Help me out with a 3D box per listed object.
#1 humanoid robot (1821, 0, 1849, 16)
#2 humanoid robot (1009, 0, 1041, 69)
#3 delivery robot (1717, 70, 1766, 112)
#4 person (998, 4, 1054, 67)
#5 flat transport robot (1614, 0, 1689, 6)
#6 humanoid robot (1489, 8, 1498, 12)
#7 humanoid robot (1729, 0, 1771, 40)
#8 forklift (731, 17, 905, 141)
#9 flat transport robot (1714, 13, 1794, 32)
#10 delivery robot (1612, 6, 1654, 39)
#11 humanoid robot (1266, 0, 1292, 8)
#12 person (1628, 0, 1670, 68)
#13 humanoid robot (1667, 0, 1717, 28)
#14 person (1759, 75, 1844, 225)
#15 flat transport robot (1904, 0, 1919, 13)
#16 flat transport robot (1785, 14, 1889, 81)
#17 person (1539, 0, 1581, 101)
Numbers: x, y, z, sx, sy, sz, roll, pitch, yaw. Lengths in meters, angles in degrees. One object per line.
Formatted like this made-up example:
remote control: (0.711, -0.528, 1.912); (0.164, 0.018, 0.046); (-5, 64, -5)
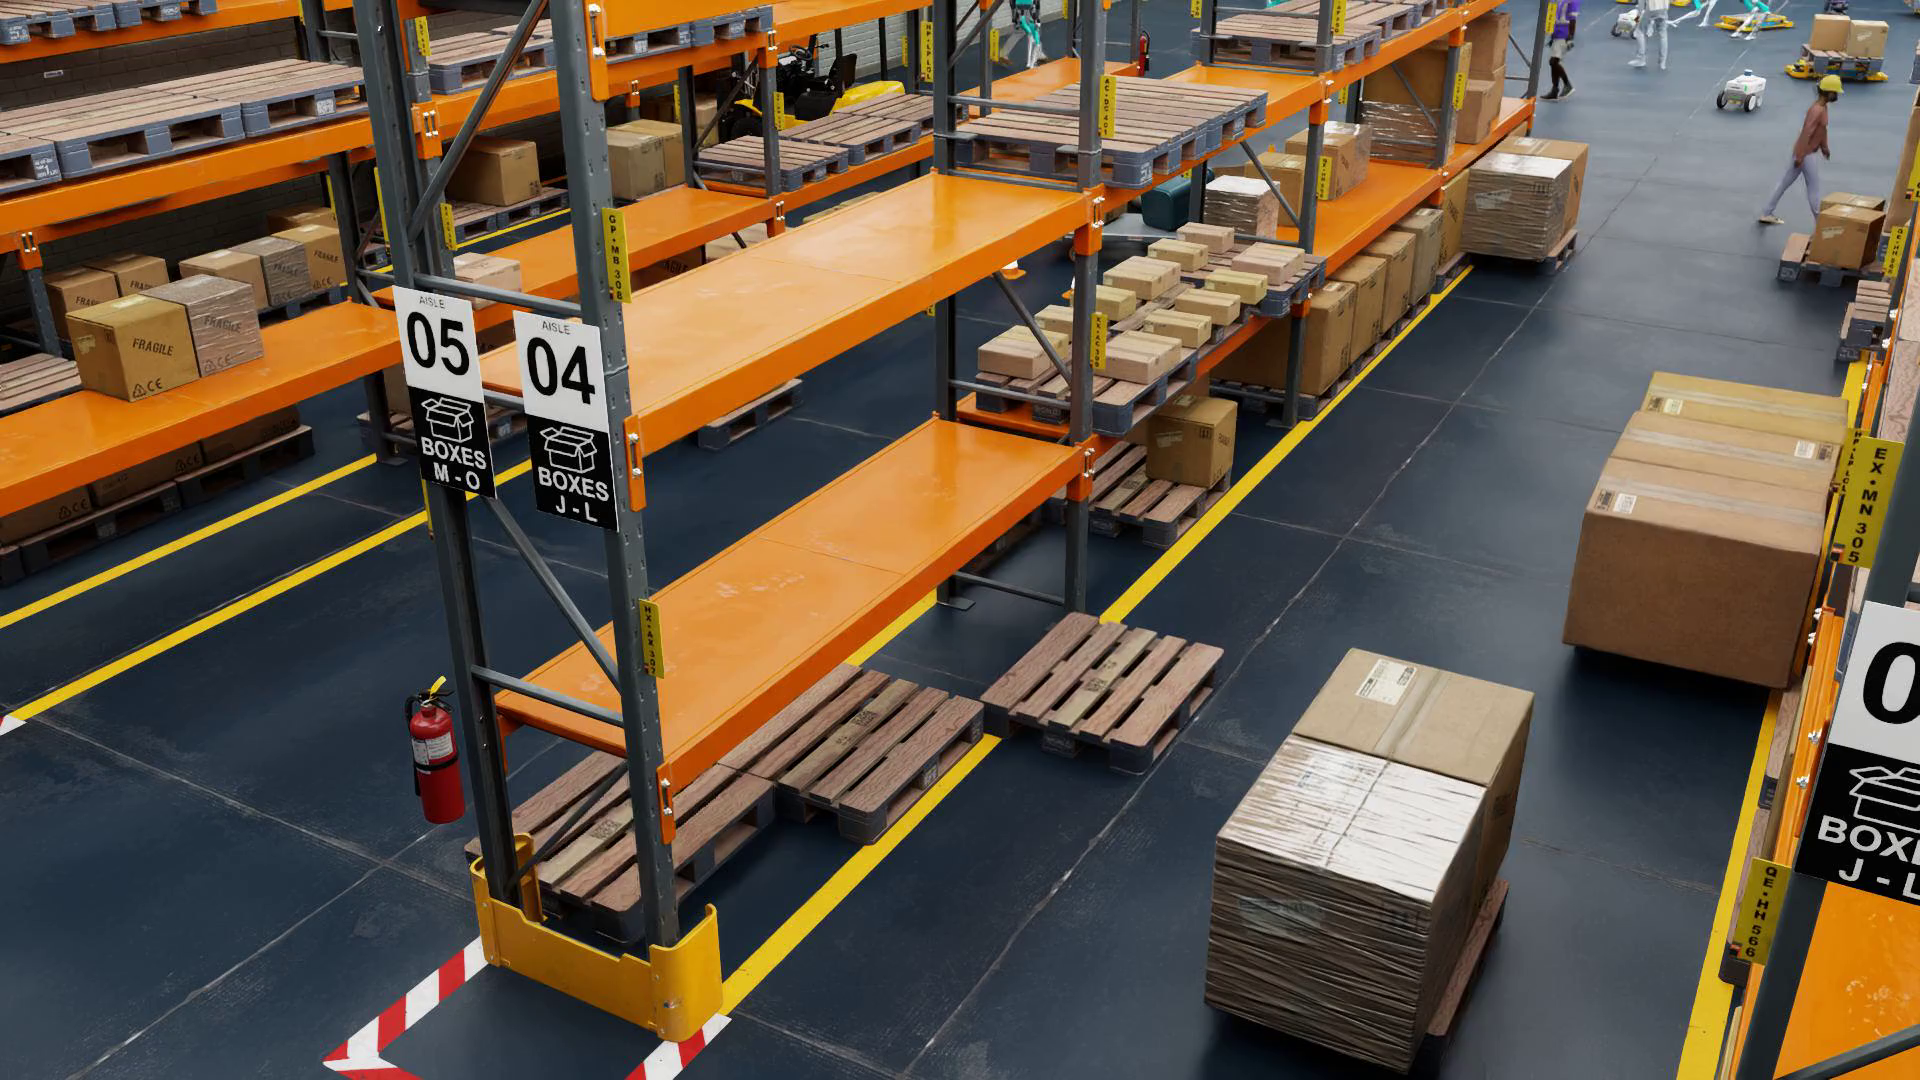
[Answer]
humanoid robot: (15.083, -9.142, 28.746); (0.591, 1.638, 0.628); (-16, 30, -30)
humanoid robot: (1.168, -8.688, 27.758); (0.554, 1.813, 0.838); (12, 28, 23)
delivery robot: (11.835, -6.784, 25.105); (0.774, 0.592, 0.499); (-22, 33, -38)
person: (1.087, -8.987, 28.173); (1.015, 1.880, 0.651); (-2, 26, -5)
flat transport robot: (14.634, -11.469, 35.173); (1.431, 0.231, 0.659); (13, 29, 25)
humanoid robot: (8.756, -8.543, 27.475); (0.466, 1.632, 0.609); (22, 33, 38)
humanoid robot: (14.563, -10.009, 30.368); (0.761, 1.707, 0.538); (-6, 26, -12)
forklift: (-1.819, -5.975, 21.543); (2.313, 2.155, 1.214); (14, 29, 26)
flat transport robot: (15.345, -10.003, 32.128); (1.431, 0.231, 0.659); (-13, 28, -24)
delivery robot: (12.653, -9.688, 31.162); (0.814, 0.611, 0.499); (-16, 30, -29)
humanoid robot: (5.913, -10.070, 30.615); (0.801, 1.795, 0.536); (19, 32, 34)
person: (11.717, -8.915, 28.036); (0.677, 1.868, 0.502); (-5, 26, -11)
humanoid robot: (14.064, -10.539, 31.562); (1.028, 1.728, 0.541); (5, 26, 11)
person: (9.613, -4.346, 18.699); (0.899, 1.716, 0.529); (12, 28, 24)
flat transport robot: (19.638, -10.580, 33.326); (0.659, 0.231, 1.431); (8, 27, 16)
flat transport robot: (14.481, -7.762, 27.470); (1.431, 0.231, 0.659); (6, 26, 13)
person: (9.218, -7.694, 25.428); (0.445, 1.926, 0.652); (0, 26, -1)
